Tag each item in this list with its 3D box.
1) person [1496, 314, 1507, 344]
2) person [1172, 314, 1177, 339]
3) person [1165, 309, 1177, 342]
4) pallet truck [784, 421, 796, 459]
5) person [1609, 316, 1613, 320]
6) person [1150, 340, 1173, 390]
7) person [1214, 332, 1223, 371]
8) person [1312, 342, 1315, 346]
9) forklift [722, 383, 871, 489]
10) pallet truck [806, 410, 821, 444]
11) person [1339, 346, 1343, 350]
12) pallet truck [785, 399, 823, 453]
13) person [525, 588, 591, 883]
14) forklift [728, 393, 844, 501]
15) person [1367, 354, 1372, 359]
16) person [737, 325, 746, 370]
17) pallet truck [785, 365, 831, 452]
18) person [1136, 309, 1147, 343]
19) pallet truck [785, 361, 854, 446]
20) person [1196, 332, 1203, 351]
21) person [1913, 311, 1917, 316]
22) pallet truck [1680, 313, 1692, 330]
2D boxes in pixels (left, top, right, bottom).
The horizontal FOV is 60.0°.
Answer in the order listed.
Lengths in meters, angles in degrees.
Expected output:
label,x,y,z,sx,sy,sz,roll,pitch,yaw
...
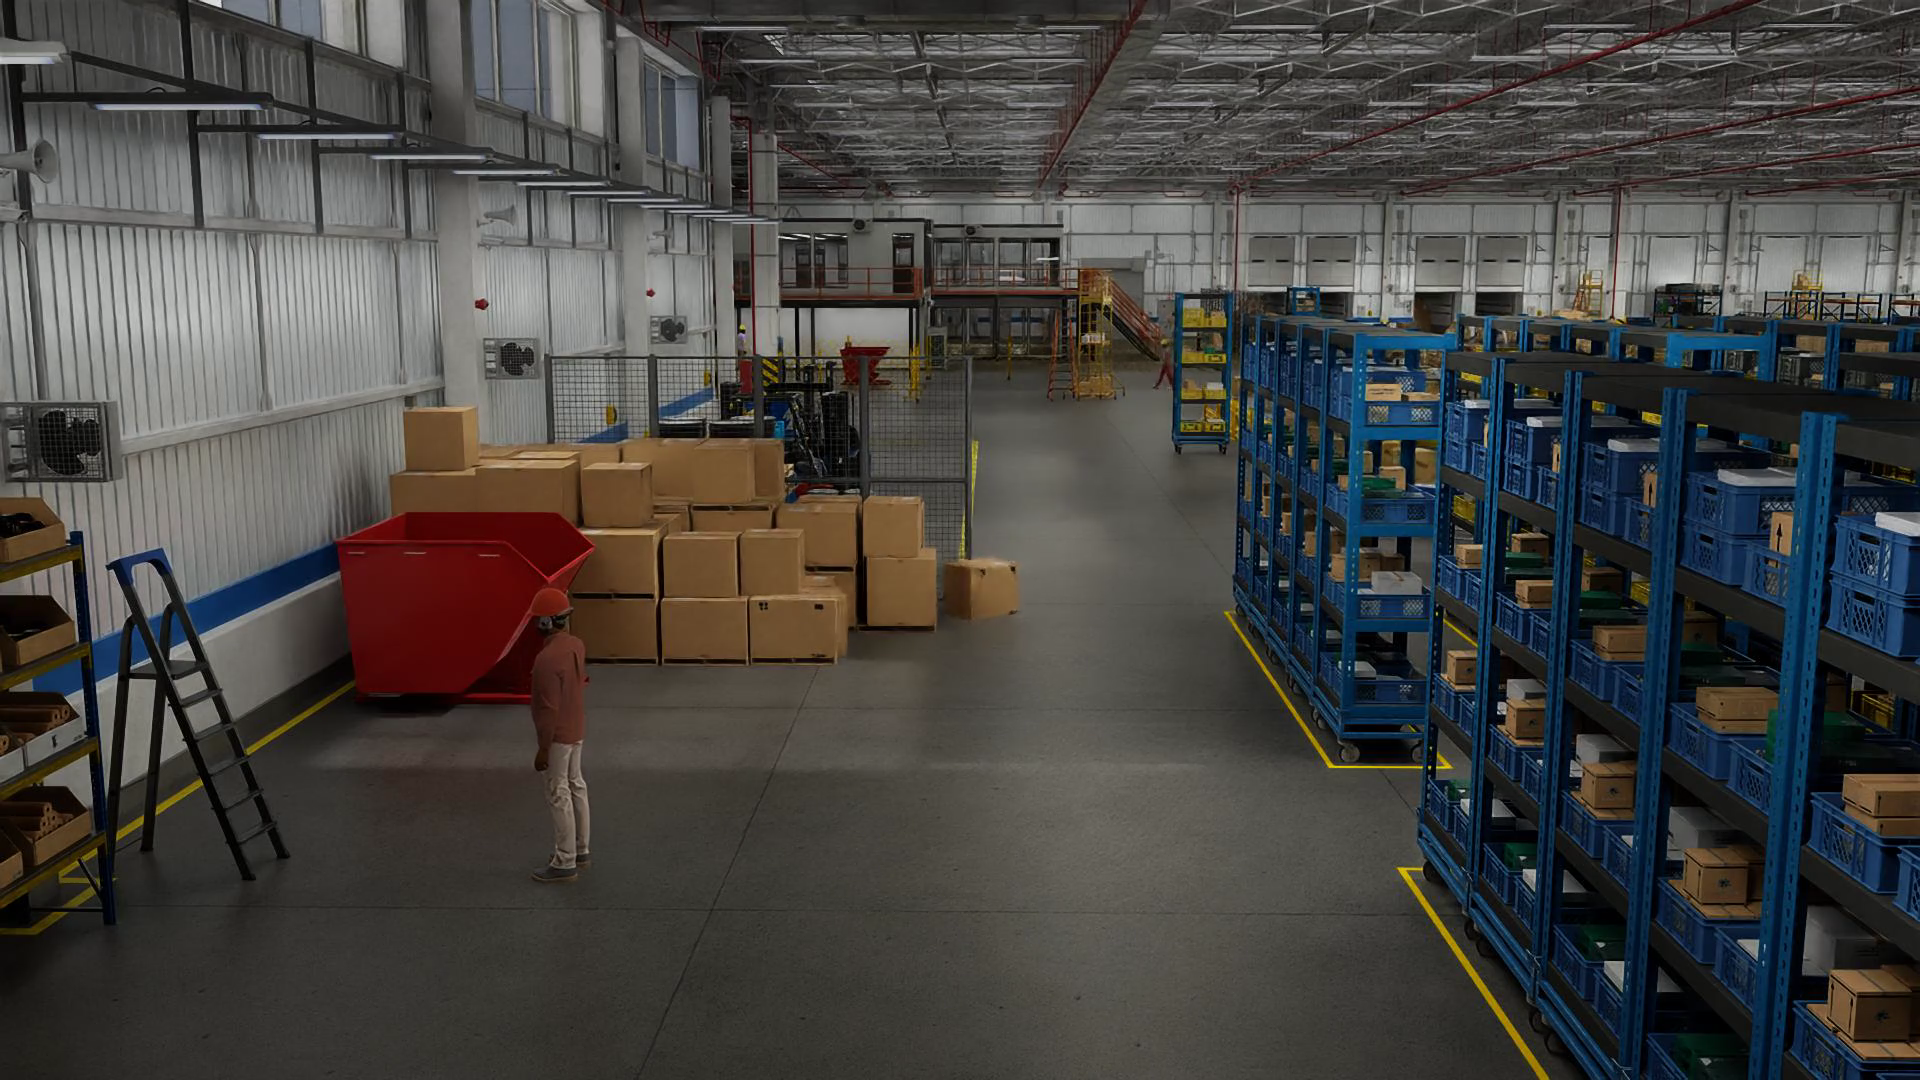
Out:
label,x,y,z,sx,sy,sz,roll,pitch,yaw
person,29.052,-11.219,89.087,0.917,1.806,0.631,4,10,23
person,12.670,-12.563,97.743,0.507,1.671,0.547,-3,10,-17
person,12.344,-12.468,96.579,0.660,1.868,0.960,6,11,33
pallet truck,-4.013,-1.793,32.705,1.601,1.201,0.680,0,9,1
person,32.513,-10.232,82.890,0.466,1.846,0.625,4,10,21
person,6.997,-6.030,57.294,0.882,1.718,0.550,2,9,14
person,10.633,-7.896,68.205,0.403,1.923,0.558,-2,9,-11
person,13.734,-7.447,65.086,1.015,2.000,0.690,4,10,21
forklift,-2.893,-1.687,28.729,2.680,1.987,1.157,0,9,-1
pallet truck,-3.559,-2.018,33.905,1.522,1.261,0.704,0,9,-1
person,16.345,-8.263,70.596,0.655,1.884,1.020,0,9,-3
pallet truck,-3.814,-2.432,36.419,1.630,1.274,0.653,0,9,1
person,-2.719,1.307,11.224,0.387,1.992,0.626,1,9,9
forklift,-2.979,-1.316,26.476,2.680,1.987,1.157,0,9,1
person,11.142,-4.123,45.185,0.454,1.850,0.524,2,10,15
person,-8.721,-7.650,66.674,0.361,1.930,0.588,-6,11,-31
pallet truck,-3.774,-2.976,37.635,1.885,1.965,0.823,1,9,5
person,9.897,-11.576,90.697,0.623,1.992,0.396,1,9,5
pallet truck,-3.410,-3.193,38.978,1.885,1.965,0.823,0,9,-1
person,12.326,-10.675,85.320,0.359,1.936,0.544,5,10,28
person,53.492,-11.899,93.134,0.815,1.854,0.578,-3,10,-20
pallet truck,36.315,-10.531,84.244,0.823,1.965,1.885,-6,11,-33
